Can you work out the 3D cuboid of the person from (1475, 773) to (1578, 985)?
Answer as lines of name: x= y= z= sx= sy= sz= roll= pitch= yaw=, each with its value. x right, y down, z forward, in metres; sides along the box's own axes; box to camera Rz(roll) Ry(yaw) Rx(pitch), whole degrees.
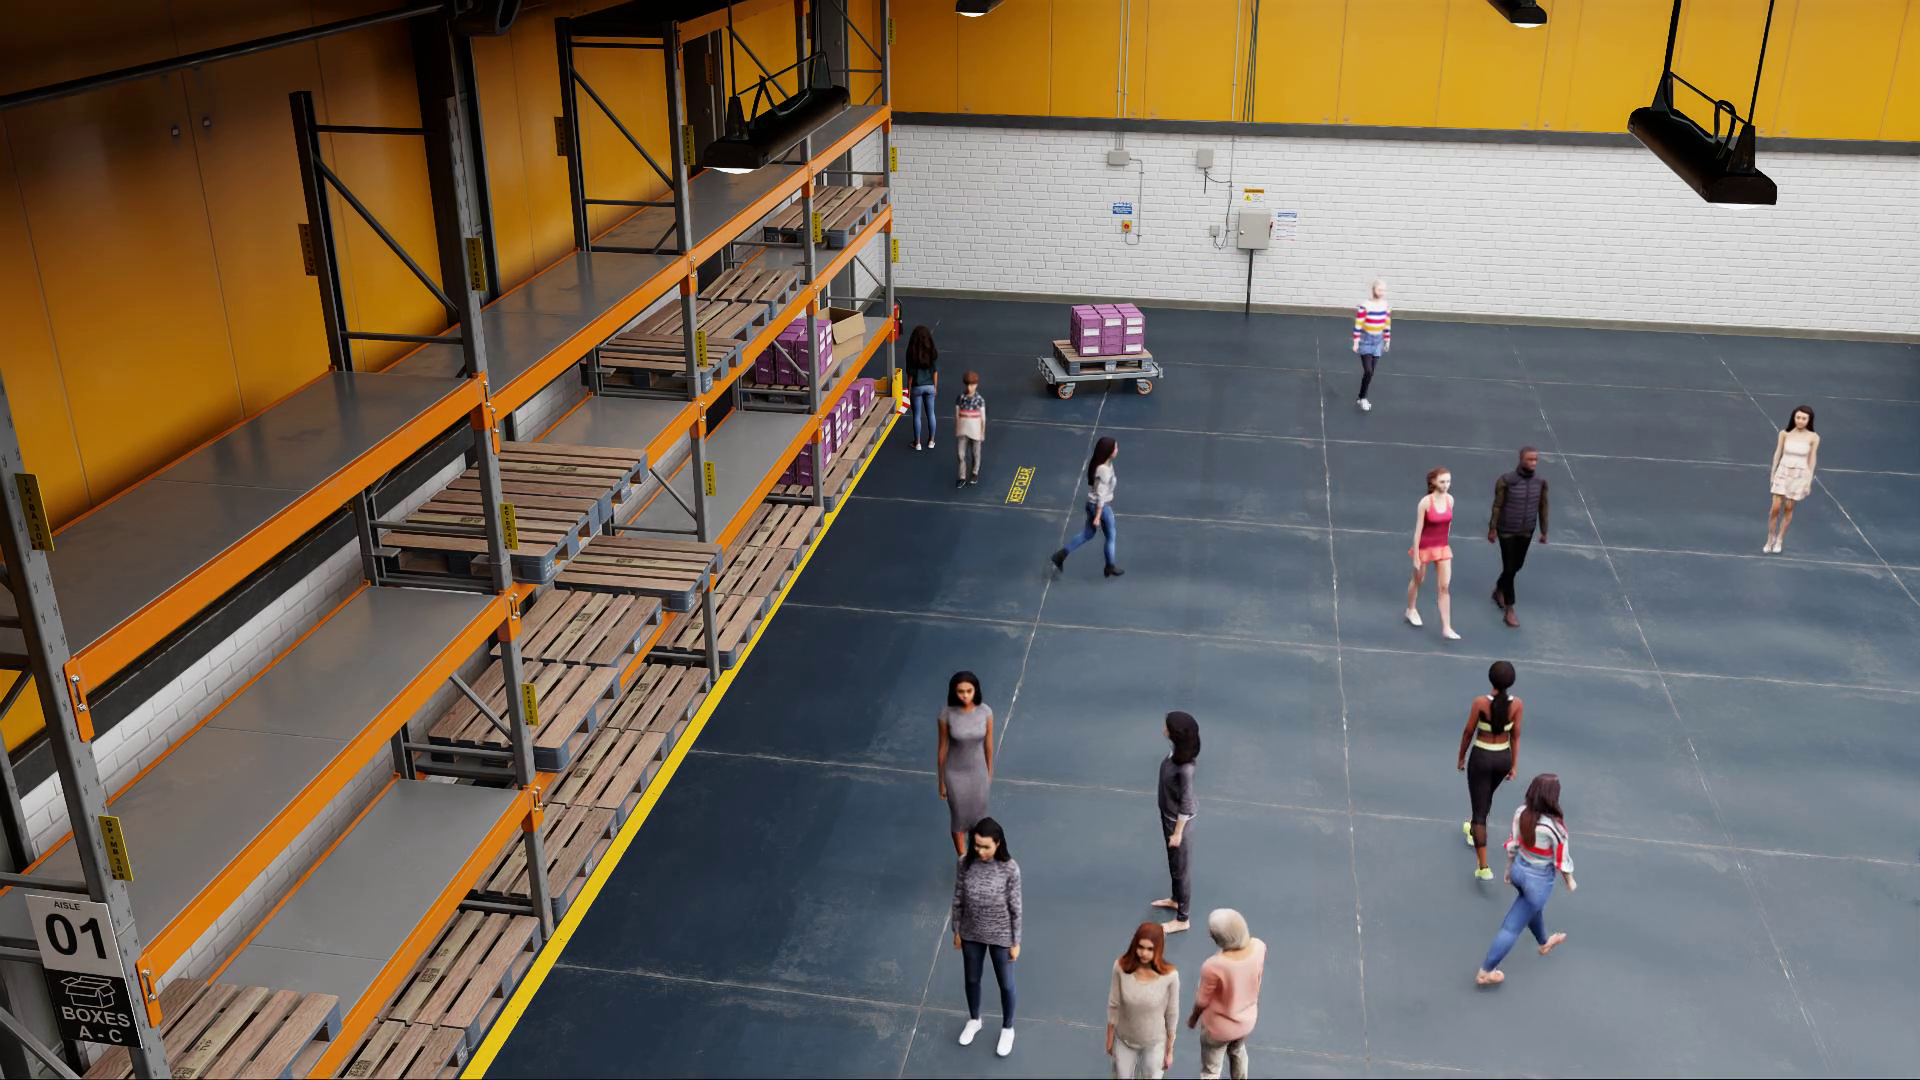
person: x=3.850 y=2.372 z=11.399 sx=1.072 sy=1.558 sz=1.108 roll=-12 pitch=26 yaw=-25

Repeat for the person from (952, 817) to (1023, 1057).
person: x=0.189 y=2.537 z=10.805 sx=0.645 sy=1.731 sz=0.574 roll=8 pitch=25 yaw=17

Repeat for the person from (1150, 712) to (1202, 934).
person: x=1.584 y=2.010 z=11.974 sx=0.681 sy=1.761 sz=0.487 roll=1 pitch=24 yaw=3

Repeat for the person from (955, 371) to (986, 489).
person: x=0.133 y=-1.374 z=20.134 sx=0.536 sy=1.426 sz=0.700 roll=5 pitch=24 yaw=11

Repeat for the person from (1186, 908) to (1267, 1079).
person: x=1.603 y=2.935 z=9.976 sx=0.886 sy=1.666 sz=0.955 roll=-8 pitch=25 yaw=-18

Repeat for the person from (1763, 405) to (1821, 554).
person: x=9.087 y=-0.667 z=18.144 sx=0.676 sy=1.724 sz=0.705 roll=13 pitch=27 yaw=28

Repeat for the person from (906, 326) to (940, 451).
person: x=-0.483 y=-1.946 z=21.205 sx=0.696 sy=1.617 sz=0.722 roll=-6 pitch=24 yaw=-14

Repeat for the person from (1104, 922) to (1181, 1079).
person: x=1.113 y=2.931 z=9.954 sx=0.630 sy=1.692 sz=0.785 roll=8 pitch=25 yaw=18

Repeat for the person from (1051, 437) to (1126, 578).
person: x=1.373 y=-0.316 z=17.494 sx=0.937 sy=1.601 sz=1.057 roll=-6 pitch=24 yaw=-14

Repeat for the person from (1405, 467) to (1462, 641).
person: x=4.619 y=0.079 z=16.440 sx=0.857 sy=1.721 sz=1.132 roll=-5 pitch=24 yaw=-12

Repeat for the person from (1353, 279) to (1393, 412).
person: x=5.556 y=-2.688 z=22.679 sx=0.808 sy=1.794 sz=0.841 roll=-8 pitch=25 yaw=-18

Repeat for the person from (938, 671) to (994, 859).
person: x=0.021 y=1.758 z=12.540 sx=0.688 sy=1.770 sz=0.793 roll=-3 pitch=24 yaw=-7

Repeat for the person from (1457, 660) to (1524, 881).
person: x=4.018 y=1.763 z=12.594 sx=0.661 sy=1.717 sz=1.143 roll=1 pitch=24 yaw=3

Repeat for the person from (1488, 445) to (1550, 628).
person: x=5.584 y=-0.107 z=16.754 sx=0.912 sy=1.811 sz=1.105 roll=-3 pitch=24 yaw=-7
